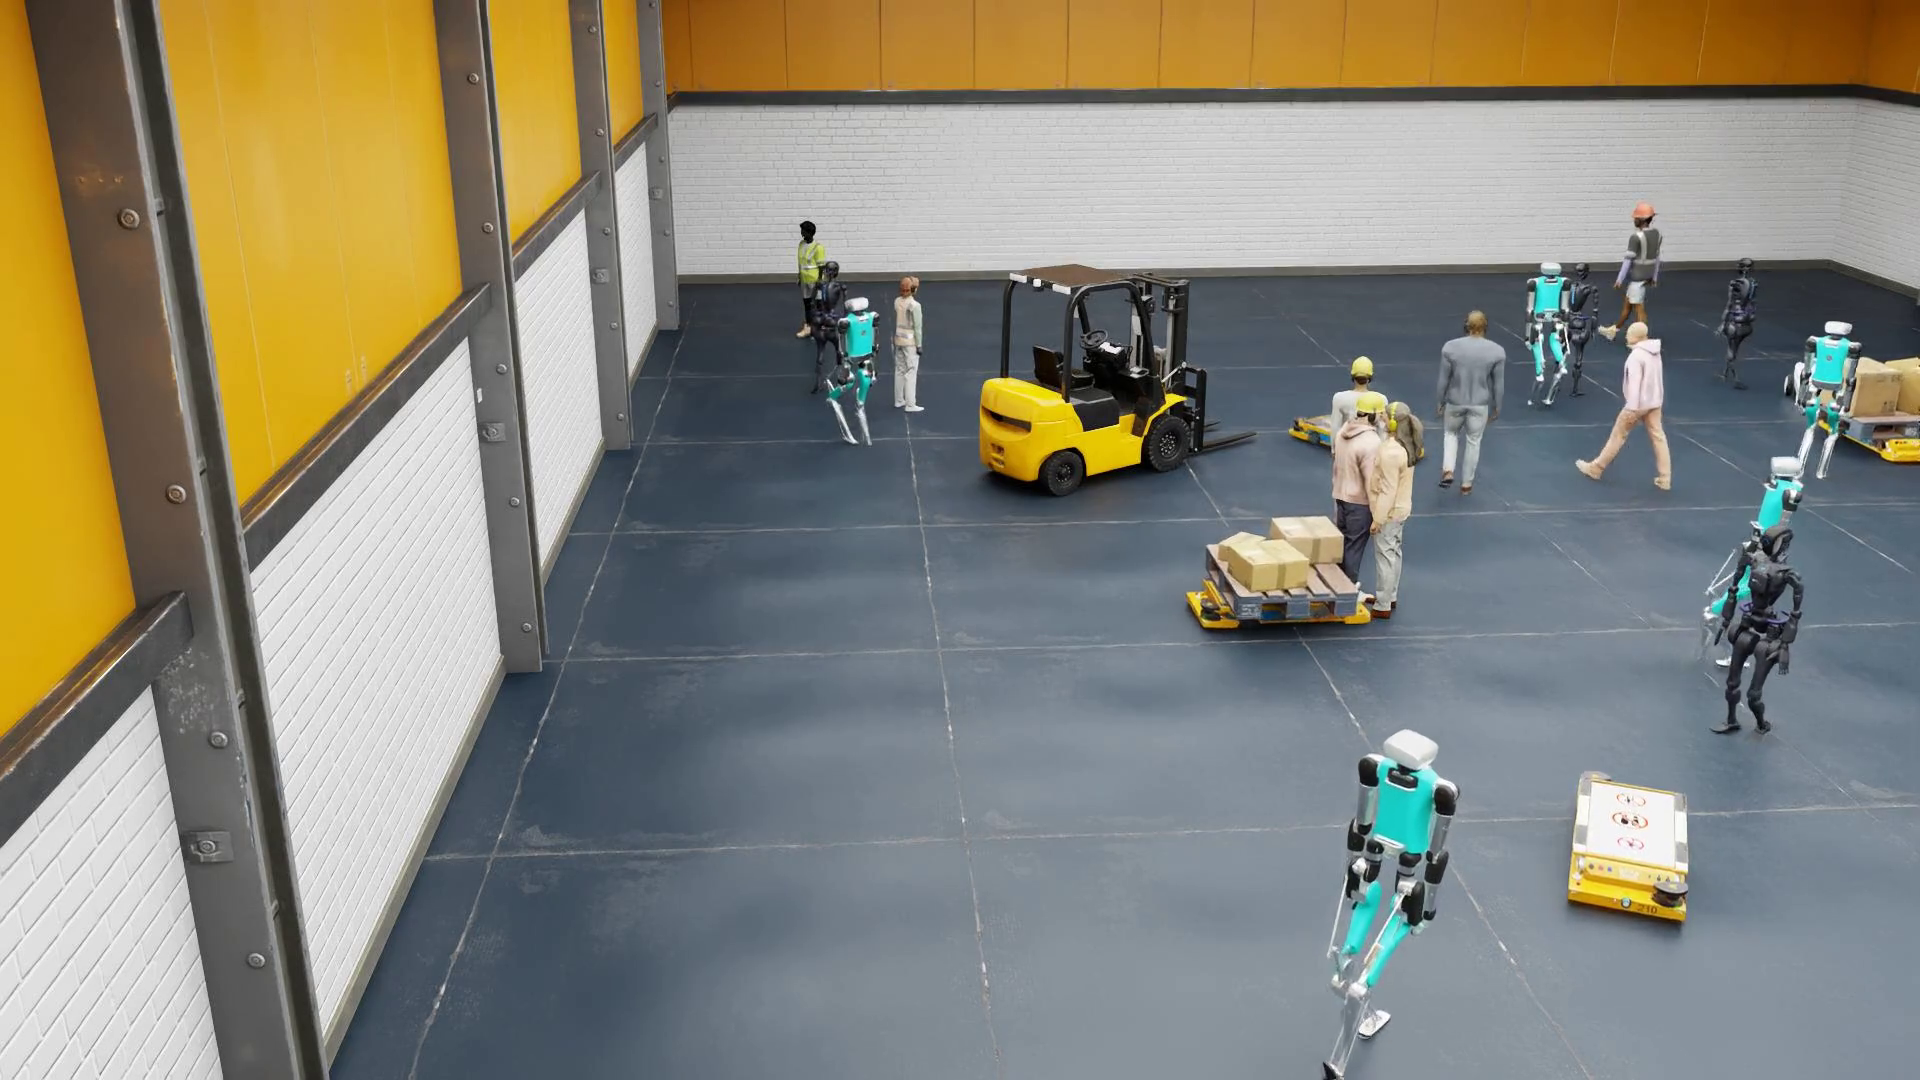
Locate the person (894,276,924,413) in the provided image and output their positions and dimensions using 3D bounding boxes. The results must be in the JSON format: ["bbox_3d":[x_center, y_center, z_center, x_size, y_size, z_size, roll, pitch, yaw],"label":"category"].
[{"bbox_3d":[-0.624,-2.363,20.089,0.315,1.633,0.515,-13,24,-32],"label":"person"}]

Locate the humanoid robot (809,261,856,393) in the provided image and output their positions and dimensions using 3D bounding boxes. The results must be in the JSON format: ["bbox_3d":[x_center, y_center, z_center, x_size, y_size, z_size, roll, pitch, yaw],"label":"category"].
[{"bbox_3d":[-1.639,-2.710,21.022,0.607,1.624,0.755,10,22,25],"label":"humanoid robot"}]

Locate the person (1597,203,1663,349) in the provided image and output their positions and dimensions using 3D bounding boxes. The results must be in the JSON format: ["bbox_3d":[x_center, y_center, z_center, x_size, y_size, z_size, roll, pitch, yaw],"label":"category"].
[{"bbox_3d":[9.336,-3.674,23.139,0.627,1.999,0.994,-15,25,-35],"label":"person"}]

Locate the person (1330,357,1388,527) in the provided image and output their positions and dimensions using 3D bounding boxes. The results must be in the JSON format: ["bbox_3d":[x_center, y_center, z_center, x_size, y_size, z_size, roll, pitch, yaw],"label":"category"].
[{"bbox_3d":[3.779,-0.874,15.834,0.524,1.770,0.303,5,21,12],"label":"person"}]

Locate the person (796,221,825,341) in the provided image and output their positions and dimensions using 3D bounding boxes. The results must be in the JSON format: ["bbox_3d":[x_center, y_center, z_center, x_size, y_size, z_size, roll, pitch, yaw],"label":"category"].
[{"bbox_3d":[-2.121,-3.684,23.597,0.320,1.692,0.531,-18,27,-41],"label":"person"}]

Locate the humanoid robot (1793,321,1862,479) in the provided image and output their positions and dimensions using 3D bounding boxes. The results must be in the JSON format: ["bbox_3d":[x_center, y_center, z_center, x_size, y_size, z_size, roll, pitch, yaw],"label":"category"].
[{"bbox_3d":[9.133,-1.460,17.507,0.537,1.795,0.781,15,25,35],"label":"humanoid robot"}]

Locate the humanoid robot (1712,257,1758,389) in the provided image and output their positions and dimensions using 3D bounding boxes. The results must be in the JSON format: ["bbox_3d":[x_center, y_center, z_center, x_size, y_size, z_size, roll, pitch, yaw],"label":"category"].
[{"bbox_3d":[9.911,-2.780,21.219,0.608,1.640,0.664,-11,23,-28],"label":"humanoid robot"}]

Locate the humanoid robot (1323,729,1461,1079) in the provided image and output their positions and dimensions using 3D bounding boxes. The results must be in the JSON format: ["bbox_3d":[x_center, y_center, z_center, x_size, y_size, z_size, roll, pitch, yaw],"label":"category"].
[{"bbox_3d":[2.033,1.907,8.372,0.544,1.815,0.903,17,26,39],"label":"humanoid robot"}]

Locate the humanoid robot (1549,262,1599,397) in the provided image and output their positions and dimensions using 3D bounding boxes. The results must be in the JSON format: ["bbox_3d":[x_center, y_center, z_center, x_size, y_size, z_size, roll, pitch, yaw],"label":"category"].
[{"bbox_3d":[7.655,-2.642,20.763,0.599,1.655,0.315,18,26,39],"label":"humanoid robot"}]

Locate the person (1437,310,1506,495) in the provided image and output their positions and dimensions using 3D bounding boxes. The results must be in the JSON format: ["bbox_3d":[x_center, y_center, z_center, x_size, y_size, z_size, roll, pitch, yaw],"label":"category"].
[{"bbox_3d":[5.208,-1.391,17.015,0.651,1.924,0.452,8,22,21],"label":"person"}]

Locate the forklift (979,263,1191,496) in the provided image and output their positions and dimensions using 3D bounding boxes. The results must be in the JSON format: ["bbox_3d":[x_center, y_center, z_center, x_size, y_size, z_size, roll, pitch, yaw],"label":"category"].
[{"bbox_3d":[1.315,-1.764,17.646,2.313,2.155,1.214,-14,24,-33],"label":"forklift"}]

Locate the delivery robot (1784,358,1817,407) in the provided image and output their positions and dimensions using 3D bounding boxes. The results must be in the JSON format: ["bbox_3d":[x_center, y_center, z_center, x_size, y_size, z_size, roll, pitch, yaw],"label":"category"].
[{"bbox_3d":[10.500,-1.954,20.524,0.499,0.587,0.767,8,21,20],"label":"delivery robot"}]

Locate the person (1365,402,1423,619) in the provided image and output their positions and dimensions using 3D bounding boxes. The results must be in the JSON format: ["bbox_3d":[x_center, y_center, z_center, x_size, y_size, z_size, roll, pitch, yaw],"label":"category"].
[{"bbox_3d":[3.627,-0.250,13.978,0.414,1.876,0.552,10,23,26],"label":"person"}]

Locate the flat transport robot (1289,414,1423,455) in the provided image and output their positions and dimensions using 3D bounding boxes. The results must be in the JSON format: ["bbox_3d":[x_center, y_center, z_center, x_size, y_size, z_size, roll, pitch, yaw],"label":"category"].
[{"bbox_3d":[4.459,-1.154,18.772,0.659,0.231,1.431,-13,24,-31],"label":"flat transport robot"}]

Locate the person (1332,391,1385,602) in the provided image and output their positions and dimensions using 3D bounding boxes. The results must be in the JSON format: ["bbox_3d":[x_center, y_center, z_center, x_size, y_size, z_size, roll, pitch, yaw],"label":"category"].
[{"bbox_3d":[3.412,-0.373,14.342,0.435,1.858,0.800,-5,21,-14],"label":"person"}]

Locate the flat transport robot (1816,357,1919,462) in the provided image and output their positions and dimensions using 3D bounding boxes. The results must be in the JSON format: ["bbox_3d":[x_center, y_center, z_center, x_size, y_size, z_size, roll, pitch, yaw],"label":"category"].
[{"bbox_3d":[10.456,-1.185,18.855,0.659,0.231,1.431,-2,20,-5],"label":"flat transport robot"}]

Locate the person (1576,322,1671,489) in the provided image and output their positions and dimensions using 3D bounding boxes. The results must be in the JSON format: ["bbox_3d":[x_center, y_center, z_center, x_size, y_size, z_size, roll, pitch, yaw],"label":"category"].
[{"bbox_3d":[7.067,-1.412,17.364,0.601,1.718,0.966,-15,25,-36],"label":"person"}]

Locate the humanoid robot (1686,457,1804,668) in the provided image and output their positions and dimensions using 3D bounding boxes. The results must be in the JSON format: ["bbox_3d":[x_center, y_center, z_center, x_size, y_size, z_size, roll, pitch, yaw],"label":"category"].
[{"bbox_3d":[6.021,0.262,12.950,0.763,1.896,0.543,3,20,9],"label":"humanoid robot"}]

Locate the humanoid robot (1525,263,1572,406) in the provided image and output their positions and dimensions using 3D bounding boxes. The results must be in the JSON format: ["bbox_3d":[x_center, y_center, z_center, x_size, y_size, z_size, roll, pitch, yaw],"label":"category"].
[{"bbox_3d":[7.118,-2.378,20.074,0.553,1.846,0.725,0,20,1],"label":"humanoid robot"}]

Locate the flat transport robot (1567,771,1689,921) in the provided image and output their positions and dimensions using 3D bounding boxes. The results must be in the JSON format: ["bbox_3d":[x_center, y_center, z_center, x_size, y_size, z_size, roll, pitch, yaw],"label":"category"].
[{"bbox_3d":[4.207,1.898,10.457,0.659,0.231,1.431,8,22,20],"label":"flat transport robot"}]

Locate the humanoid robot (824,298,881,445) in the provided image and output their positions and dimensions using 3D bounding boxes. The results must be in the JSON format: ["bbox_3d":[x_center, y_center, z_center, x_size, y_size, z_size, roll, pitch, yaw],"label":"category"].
[{"bbox_3d":[-1.255,-1.842,18.619,0.555,1.842,0.785,-14,24,-34],"label":"humanoid robot"}]

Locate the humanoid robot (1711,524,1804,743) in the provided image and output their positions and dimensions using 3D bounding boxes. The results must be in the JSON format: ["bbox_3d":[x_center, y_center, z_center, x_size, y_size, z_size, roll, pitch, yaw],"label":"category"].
[{"bbox_3d":[5.683,0.660,11.801,0.368,1.655,0.599,-11,23,-27],"label":"humanoid robot"}]

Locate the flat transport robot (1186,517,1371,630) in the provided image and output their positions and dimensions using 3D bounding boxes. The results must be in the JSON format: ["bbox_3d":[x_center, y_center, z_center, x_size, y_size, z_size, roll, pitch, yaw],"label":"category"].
[{"bbox_3d":[2.707,0.531,14.181,1.431,0.231,0.659,-2,20,-5],"label":"flat transport robot"}]
